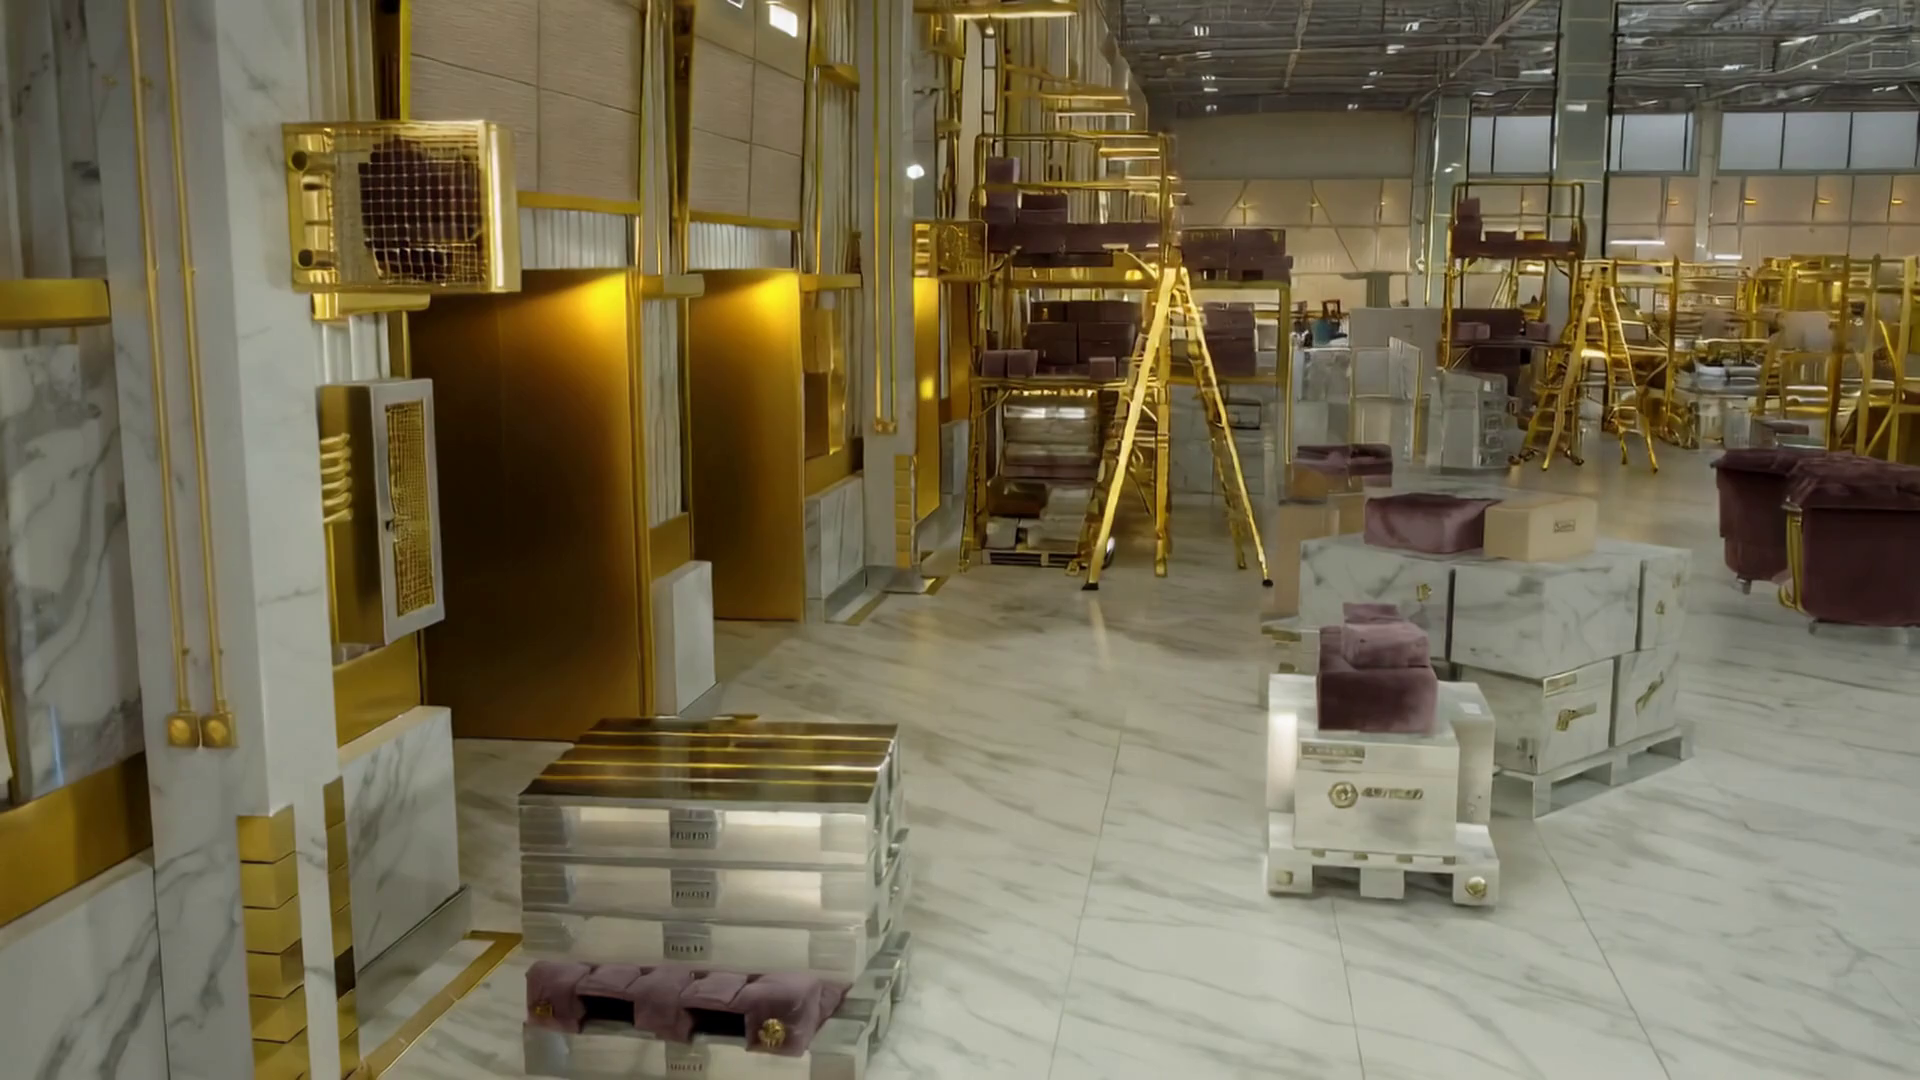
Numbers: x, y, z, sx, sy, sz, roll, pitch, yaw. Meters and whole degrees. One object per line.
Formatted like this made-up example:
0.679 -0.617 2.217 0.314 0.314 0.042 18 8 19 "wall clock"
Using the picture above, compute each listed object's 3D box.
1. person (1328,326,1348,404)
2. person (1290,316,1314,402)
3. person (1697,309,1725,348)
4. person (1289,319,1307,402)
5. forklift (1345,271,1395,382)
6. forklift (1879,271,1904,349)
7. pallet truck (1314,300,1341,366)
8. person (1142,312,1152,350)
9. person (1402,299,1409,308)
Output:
7.953 -3.627 34.783 0.474 1.688 0.883 5 10 28 "person"
7.156 -3.770 35.076 0.575 1.886 0.362 3 10 17 "person"
18.759 -4.814 41.561 0.650 1.889 0.984 -2 9 -12 "person"
6.887 -3.623 34.293 0.505 1.847 0.344 -1 9 -6 "person"
10.651 -5.394 42.034 1.873 2.768 1.129 1 9 9 "forklift"
26.597 -6.291 47.564 1.873 2.768 1.129 4 10 23 "forklift"
11.159 -6.200 49.718 0.823 1.965 1.885 4 10 26 "pallet truck"
5.459 -5.940 49.263 0.522 1.627 0.369 1 9 4 "person"
14.293 -6.778 53.464 0.629 1.940 0.379 2 9 11 "person"
